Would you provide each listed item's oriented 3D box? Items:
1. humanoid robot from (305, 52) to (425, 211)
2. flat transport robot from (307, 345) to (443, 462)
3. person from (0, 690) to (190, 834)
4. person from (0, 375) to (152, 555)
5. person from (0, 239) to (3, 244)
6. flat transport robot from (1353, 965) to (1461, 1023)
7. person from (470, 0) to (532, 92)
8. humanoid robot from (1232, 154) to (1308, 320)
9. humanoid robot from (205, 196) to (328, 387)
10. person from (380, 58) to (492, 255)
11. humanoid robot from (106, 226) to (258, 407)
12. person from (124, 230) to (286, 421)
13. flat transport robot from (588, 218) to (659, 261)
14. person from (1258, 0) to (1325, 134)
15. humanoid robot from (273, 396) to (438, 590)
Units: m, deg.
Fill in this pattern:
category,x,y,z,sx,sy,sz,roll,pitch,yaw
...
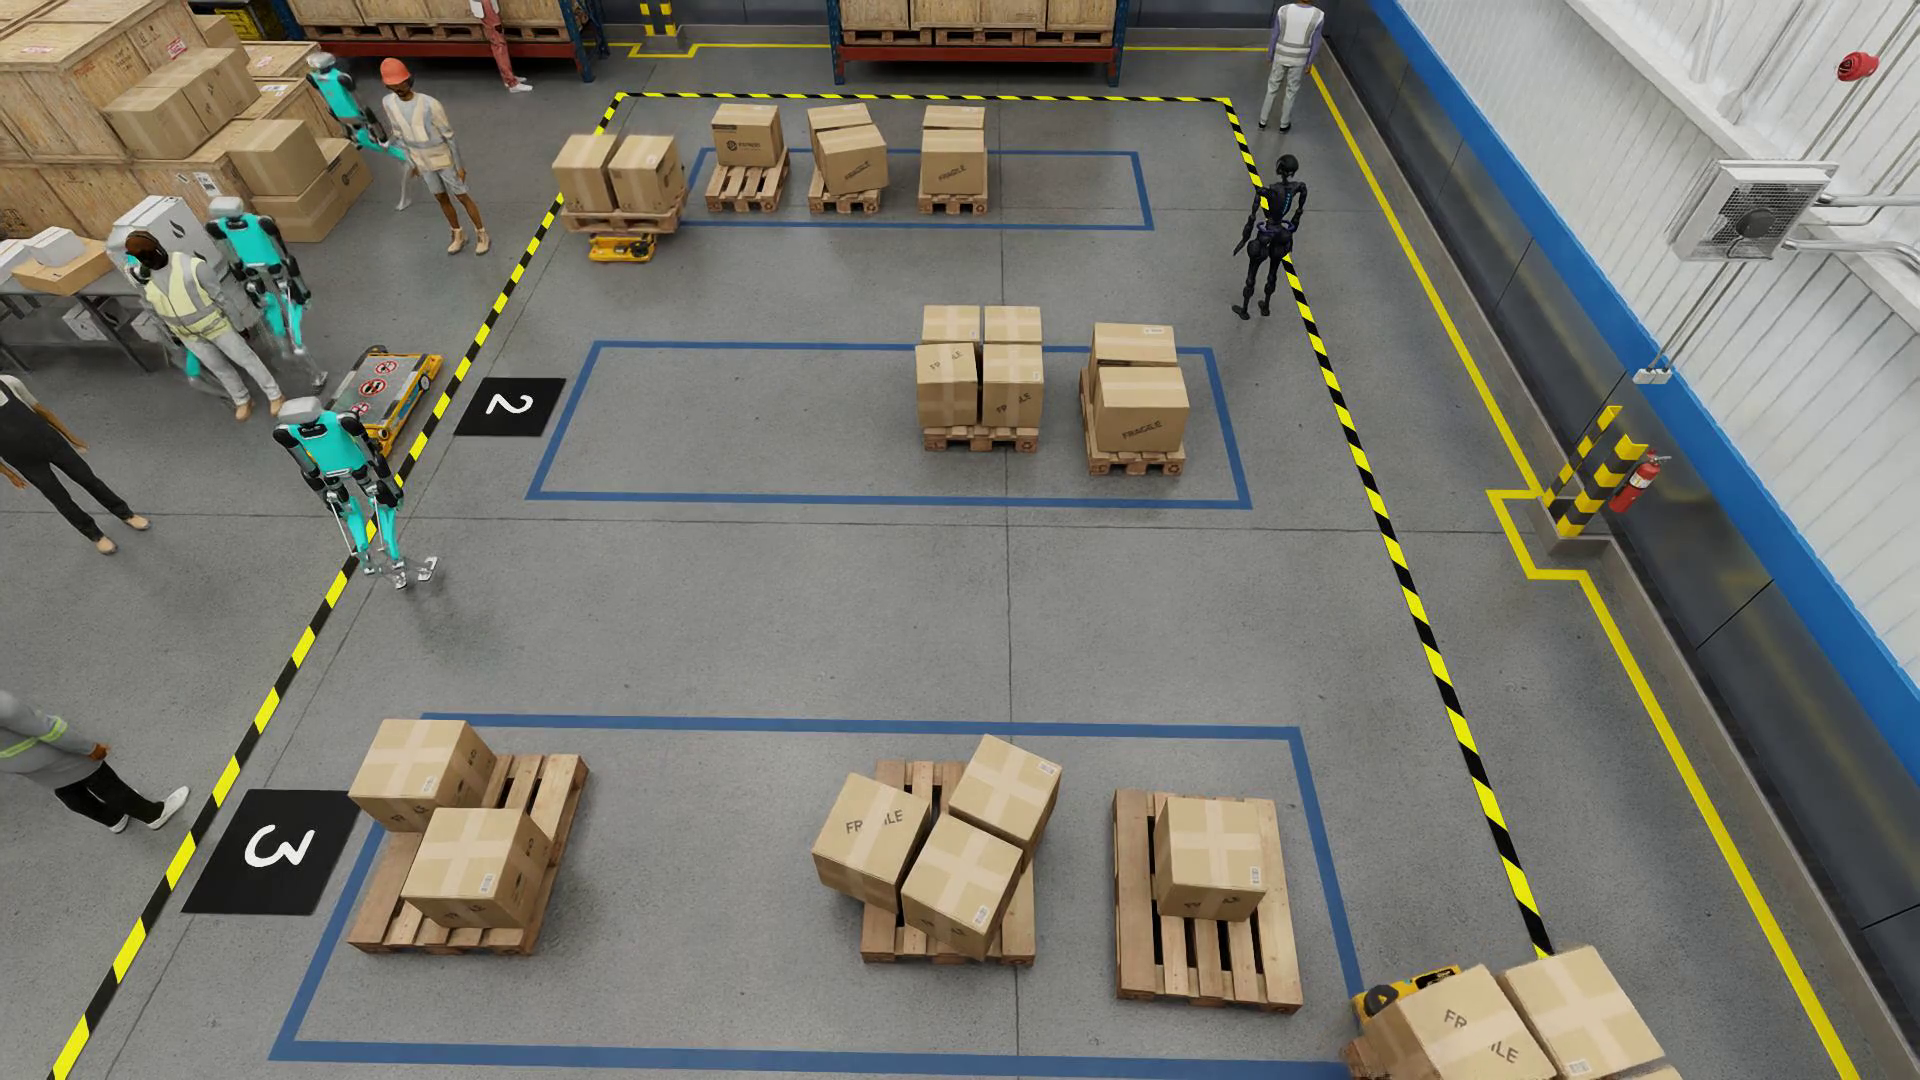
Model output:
category,x,y,z,sx,sy,sz,roll,pitch,yaw
humanoid robot,-6.590,-4.676,10.408,0.554,1.849,0.847,10,50,8
flat transport robot,-5.383,-1.269,8.441,0.659,0.231,1.431,1,50,1
person,-5.327,1.197,5.317,0.594,1.852,0.366,-2,50,-2
person,-6.908,-0.643,6.880,0.328,1.841,0.508,22,53,18
person,-10.618,-3.608,9.393,0.714,1.844,0.539,14,51,12
flat transport robot,2.734,3.032,4.783,0.652,0.197,1.431,-11,51,-9
person,-6.271,-7.008,12.215,0.389,1.921,0.593,-25,54,-19
humanoid robot,3.000,-2.926,8.909,0.599,1.659,0.315,-8,50,-7
humanoid robot,-6.114,-2.067,8.169,0.530,1.787,0.833,-8,50,-7
person,-5.473,-3.940,9.537,0.608,2.048,0.363,3,50,2
humanoid robot,-6.873,-1.831,7.968,0.671,1.823,0.556,-17,52,-14
person,-6.492,-1.827,7.892,0.631,1.834,0.429,-8,50,-7
flat transport robot,-3.725,-3.653,10.440,0.652,0.197,1.431,1,50,1
person,4.135,-6.027,11.441,0.599,1.832,0.404,18,52,15
humanoid robot,-4.268,-0.199,6.489,0.533,1.671,0.735,-12,51,-10
